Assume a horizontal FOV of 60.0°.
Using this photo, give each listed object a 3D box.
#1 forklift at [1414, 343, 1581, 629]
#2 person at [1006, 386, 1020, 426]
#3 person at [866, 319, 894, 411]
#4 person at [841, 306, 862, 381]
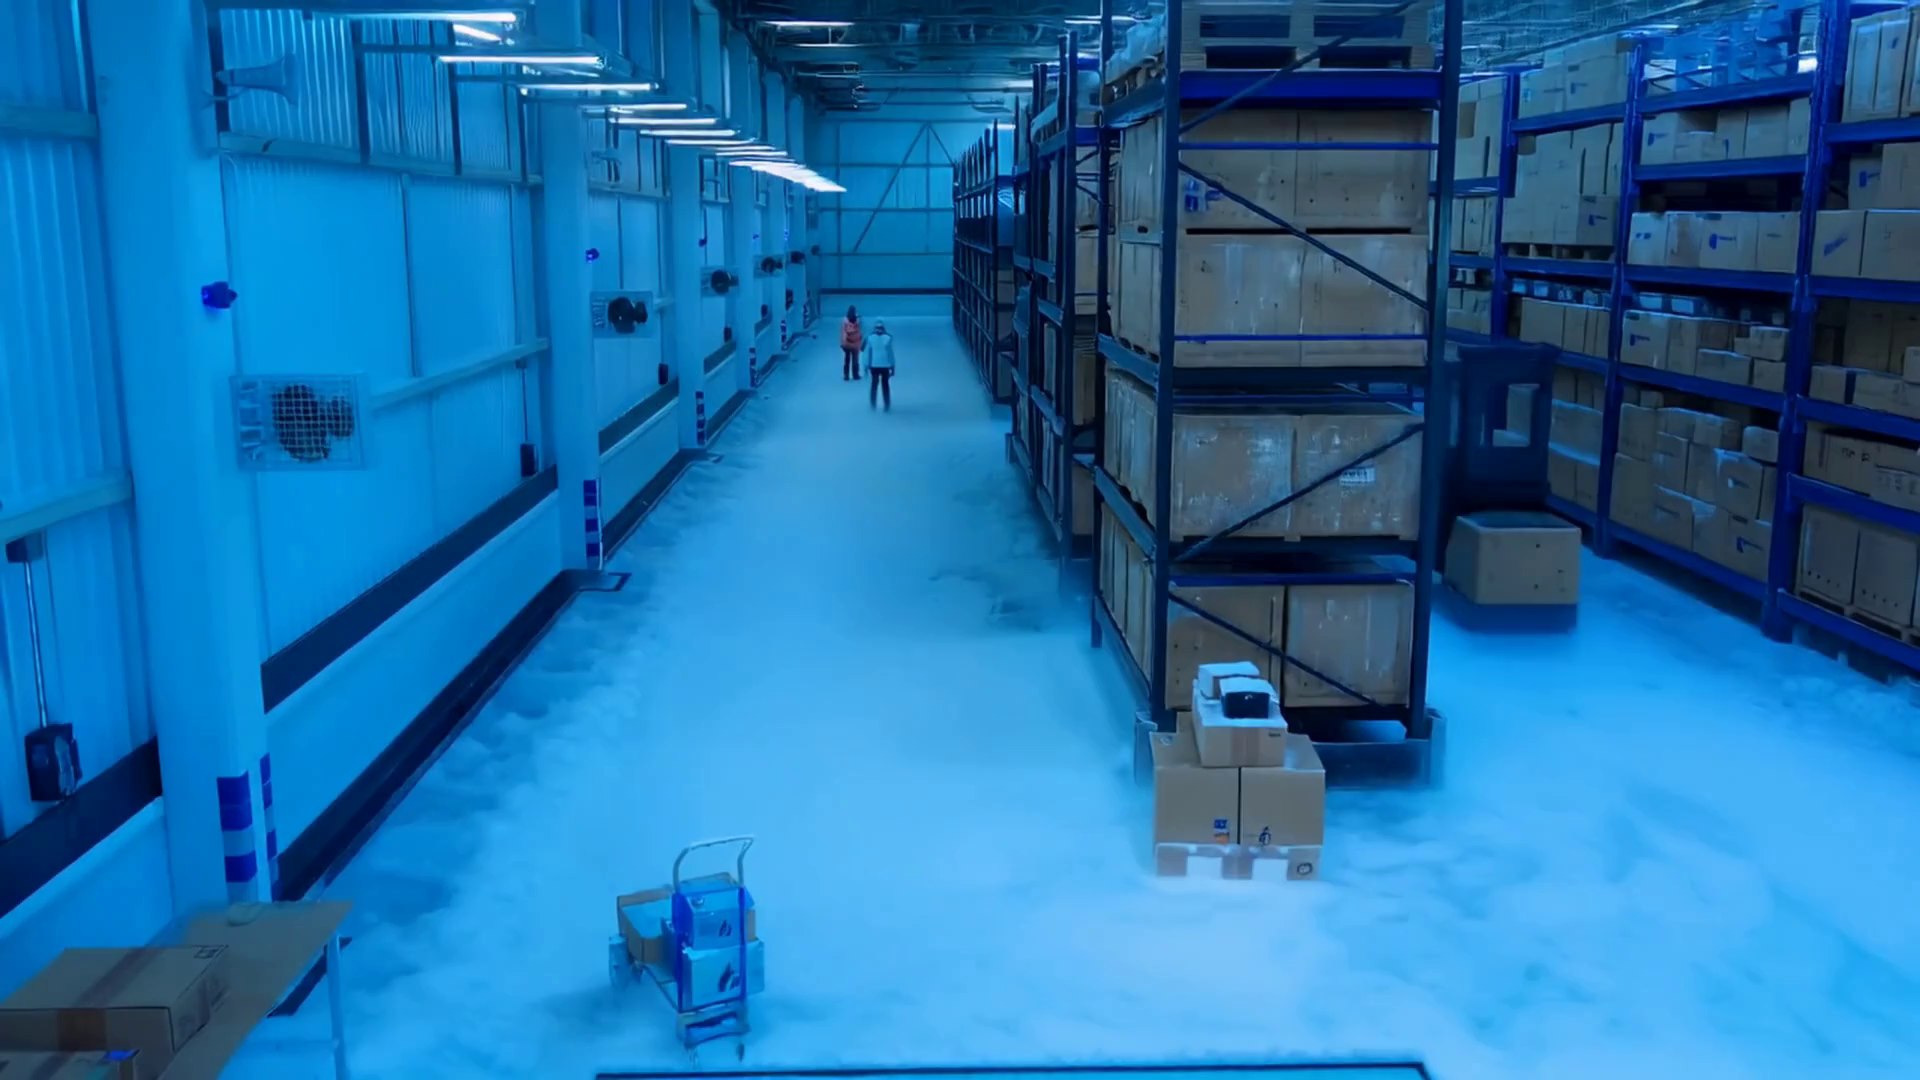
[{"bbox_3d":[5.566,-0.618,17.067,1.129,2.768,1.873,0,11,-2],"label":"forklift"},{"bbox_3d":[1.413,-3.188,33.068,0.892,1.879,0.651,-1,11,-3],"label":"person"},{"bbox_3d":[-1.707,-3.748,35.688,0.618,1.986,0.407,-3,11,-14],"label":"person"},{"bbox_3d":[-2.781,-5.026,42.539,0.589,1.911,0.387,-8,13,-36],"label":"person"}]
